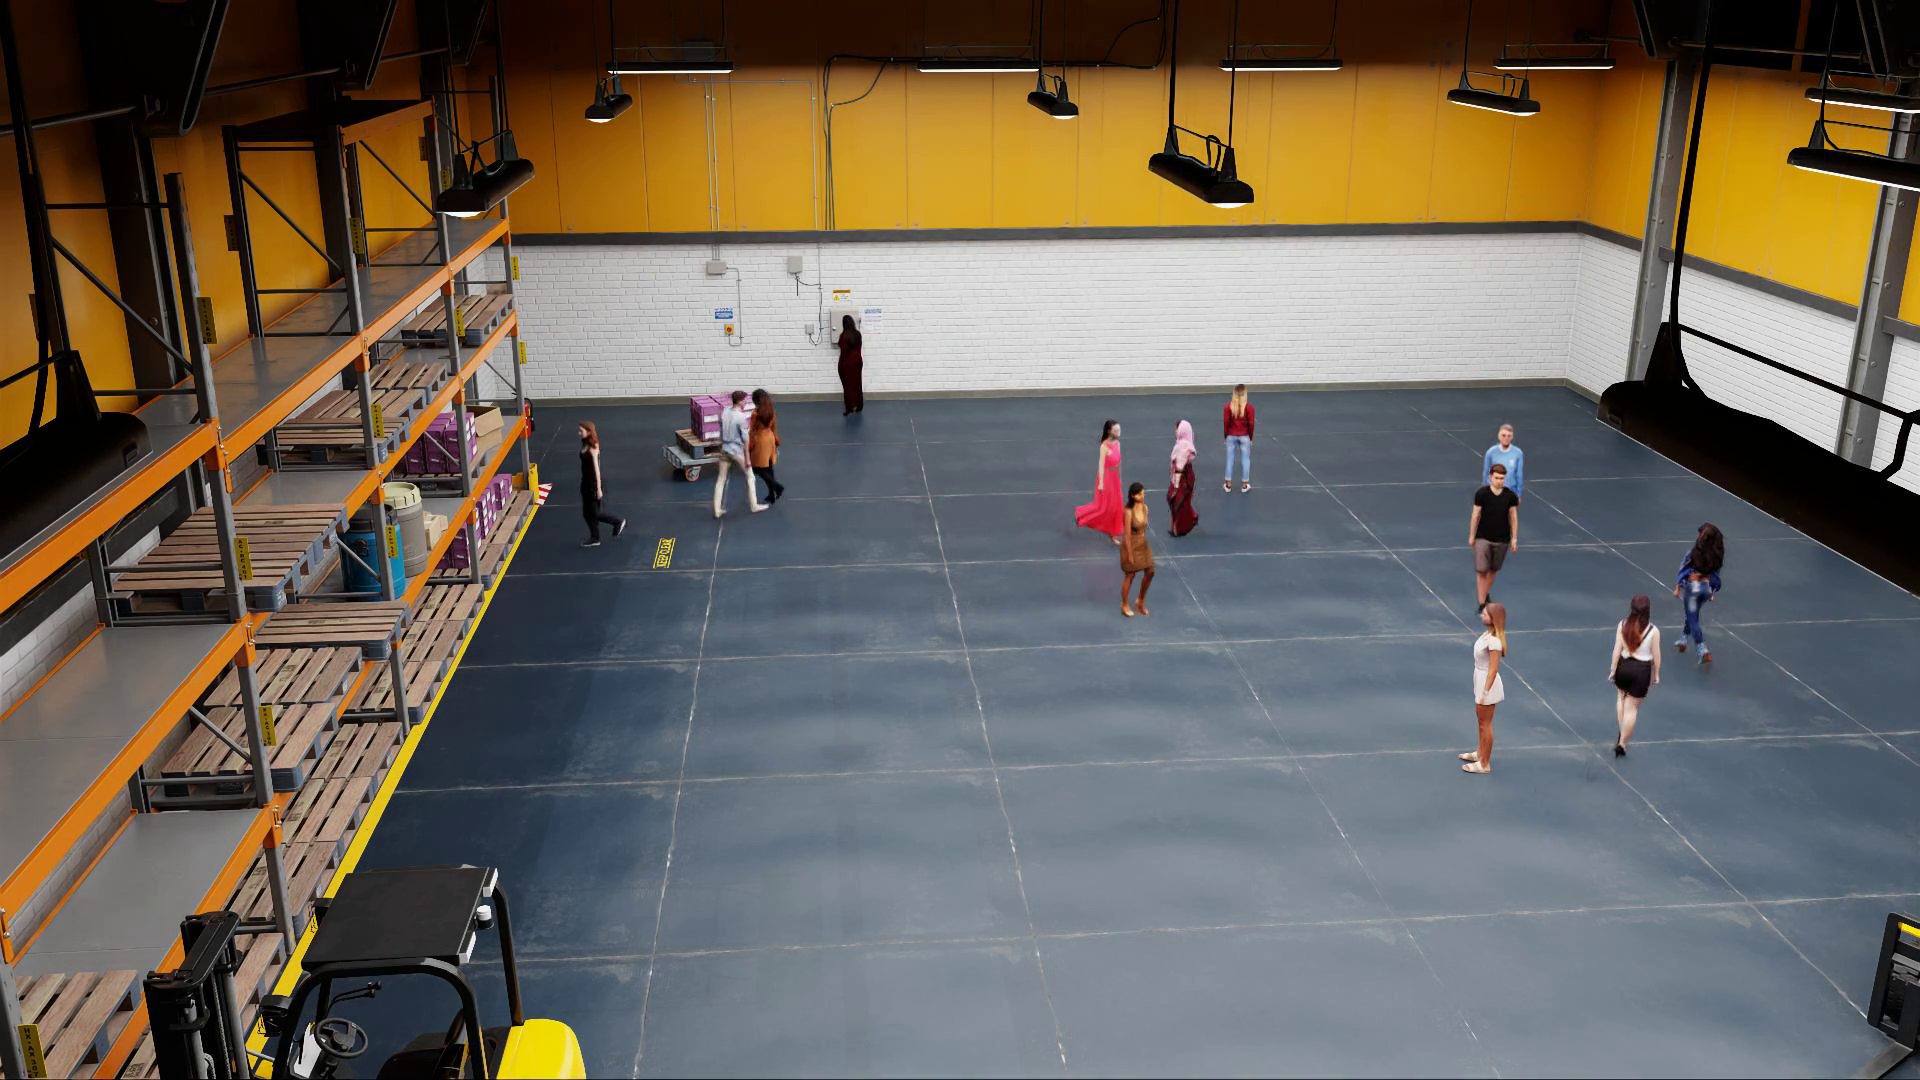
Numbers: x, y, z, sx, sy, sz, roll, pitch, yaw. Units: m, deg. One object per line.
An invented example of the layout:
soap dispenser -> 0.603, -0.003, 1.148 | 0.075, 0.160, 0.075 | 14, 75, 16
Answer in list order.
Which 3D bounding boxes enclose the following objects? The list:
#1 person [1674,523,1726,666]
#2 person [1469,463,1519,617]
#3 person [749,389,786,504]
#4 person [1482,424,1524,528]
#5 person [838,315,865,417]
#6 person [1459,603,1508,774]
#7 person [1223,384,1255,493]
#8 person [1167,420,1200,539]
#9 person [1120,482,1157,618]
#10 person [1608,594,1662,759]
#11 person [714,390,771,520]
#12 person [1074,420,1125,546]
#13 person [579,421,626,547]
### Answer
person -> 8.158, 0.613, 18.325 | 0.612, 1.590, 1.010 | -2, 19, -7
person -> 6.368, -0.040, 19.892 | 0.861, 1.829, 1.165 | 3, 19, 8
person -> -2.778, -1.304, 23.822 | 0.996, 1.715, 1.056 | -18, 25, -42
person -> 7.095, -0.657, 21.761 | 0.884, 1.805, 1.068 | 6, 19, 16
person -> -1.893, -3.049, 28.941 | 0.831, 1.756, 0.768 | 14, 23, 36
person -> 5.028, 1.391, 15.854 | 0.689, 1.694, 0.579 | 4, 19, 11
person -> 4.113, -1.515, 24.574 | 0.660, 1.636, 0.629 | 4, 19, 11
person -> 3.099, -0.833, 22.541 | 0.824, 1.640, 0.731 | 5, 19, 14
person -> 2.004, 0.114, 19.684 | 0.780, 1.668, 0.724 | 17, 25, 41
person -> 6.483, 1.347, 16.087 | 0.824, 1.629, 0.907 | 12, 22, 31
person -> -3.212, -1.176, 23.294 | 0.995, 1.810, 1.071 | 9, 21, 26
person -> 1.916, -0.782, 22.276 | 1.018, 1.712, 0.970 | 15, 24, 38
person -> -4.808, -0.759, 22.186 | 0.890, 1.728, 0.890 | -14, 23, -35
